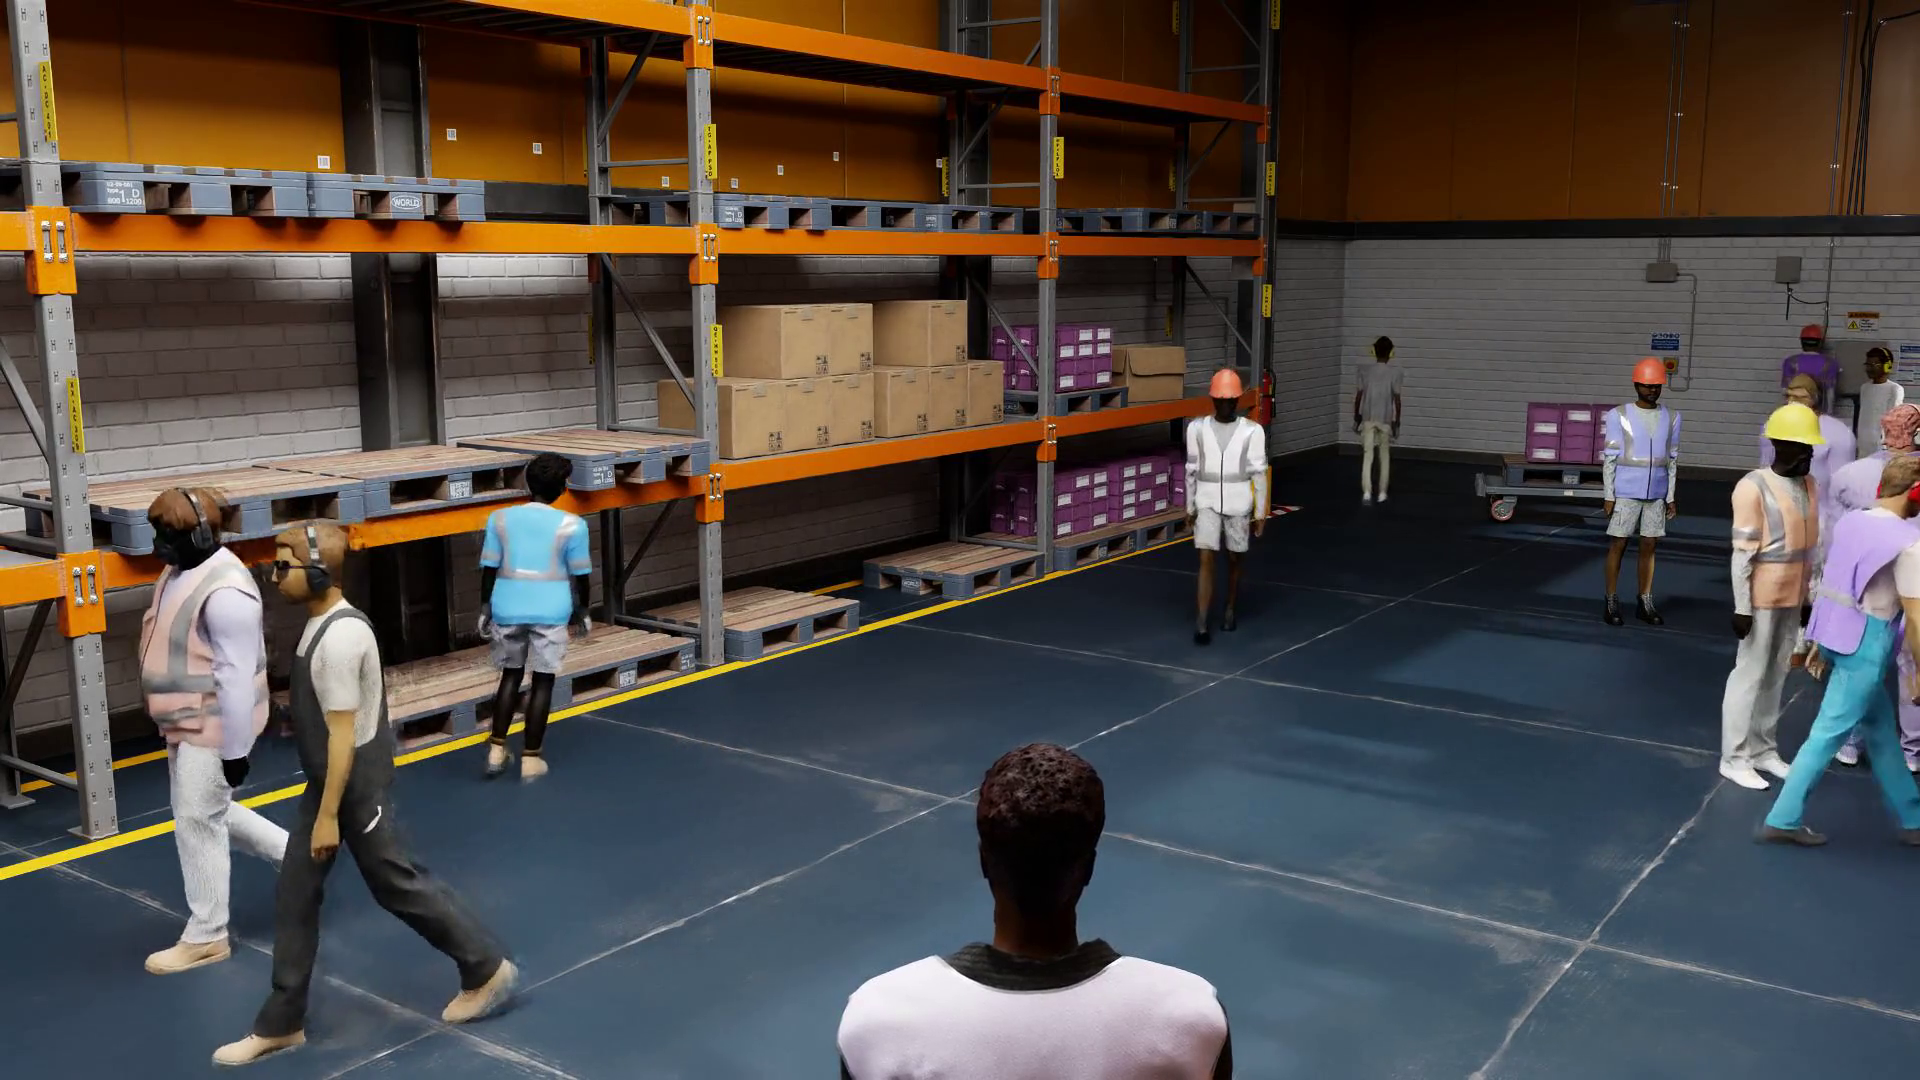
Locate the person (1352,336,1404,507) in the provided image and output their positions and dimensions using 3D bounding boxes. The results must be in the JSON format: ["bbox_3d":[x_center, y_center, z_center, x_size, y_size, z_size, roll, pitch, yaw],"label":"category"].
[{"bbox_3d":[4.478,-1.274,17.874,0.520,1.830,0.959,3,10,15],"label":"person"}]

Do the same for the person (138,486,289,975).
[{"bbox_3d":[-2.744,0.684,6.226,0.630,1.819,0.635,-7,12,-36],"label":"person"}]

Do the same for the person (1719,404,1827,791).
[{"bbox_3d":[4.085,0.279,8.315,0.593,1.924,0.379,-6,11,-32],"label":"person"}]

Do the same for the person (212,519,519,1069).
[{"bbox_3d":[-1.981,0.814,5.534,0.971,1.809,0.524,-6,11,-31],"label":"person"}]

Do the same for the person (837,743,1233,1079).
[{"bbox_3d":[0.116,1.251,2.552,0.591,1.919,0.392,0,10,-3],"label":"person"}]

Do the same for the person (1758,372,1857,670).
[{"bbox_3d":[5.429,-0.120,10.718,0.475,1.927,0.642,-7,12,-34],"label":"person"}]

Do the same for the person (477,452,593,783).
[{"bbox_3d":[-2.144,0.388,8.435,0.564,1.658,0.443,0,10,1],"label":"person"}]

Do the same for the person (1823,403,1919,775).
[{"bbox_3d":[4.798,0.250,8.564,0.643,1.905,0.400,6,11,33],"label":"person"}]

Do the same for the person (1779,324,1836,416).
[{"bbox_3d":[9.462,-1.447,18.627,0.557,1.917,0.432,4,10,22],"label":"person"}]

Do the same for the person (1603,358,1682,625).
[{"bbox_3d":[4.913,-0.344,11.996,0.545,1.938,0.357,0,10,-2],"label":"person"}]

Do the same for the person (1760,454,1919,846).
[{"bbox_3d":[4.060,0.510,7.367,0.953,1.779,0.578,1,10,3],"label":"person"}]

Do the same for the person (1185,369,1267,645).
[{"bbox_3d":[1.832,-0.233,11.501,0.574,1.878,1.008,2,10,13],"label":"person"}]

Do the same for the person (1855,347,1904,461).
[{"bbox_3d":[8.181,-0.794,14.912,0.315,1.860,0.511,-2,10,-9],"label":"person"}]
